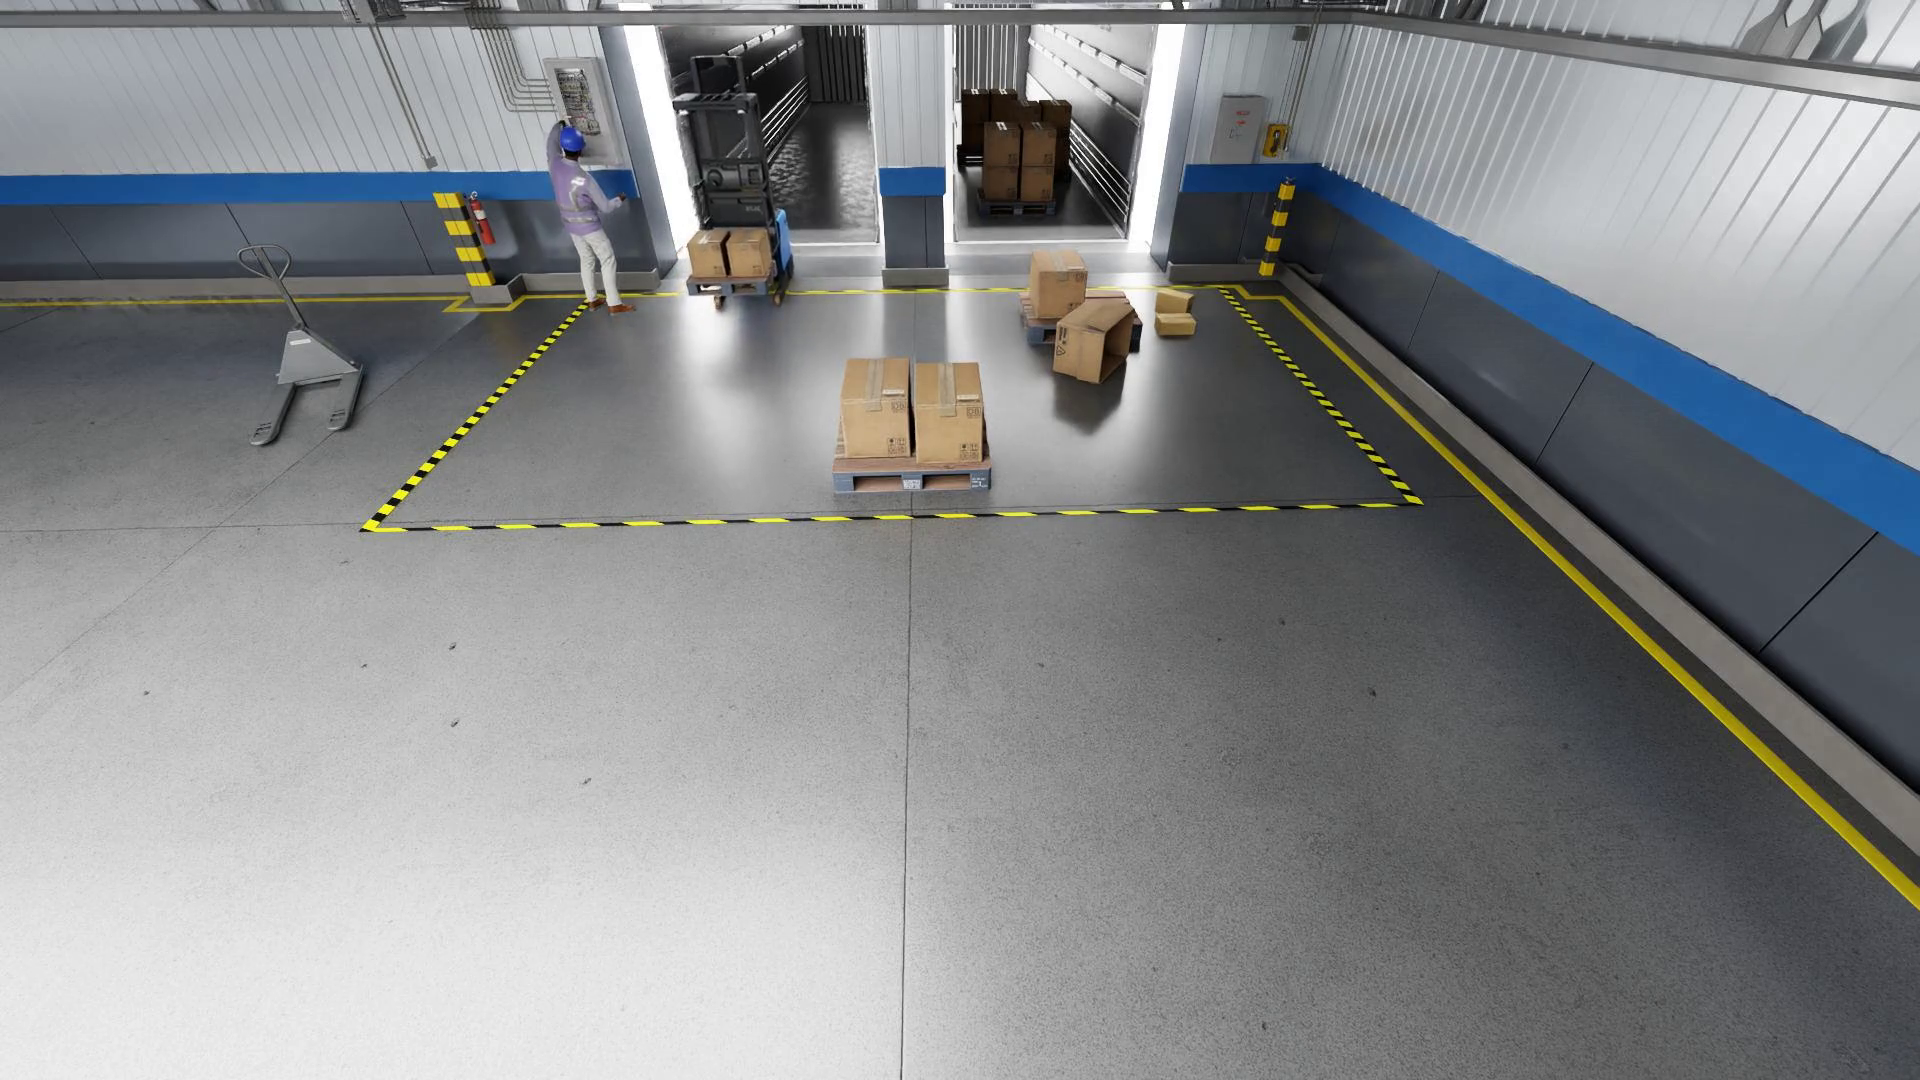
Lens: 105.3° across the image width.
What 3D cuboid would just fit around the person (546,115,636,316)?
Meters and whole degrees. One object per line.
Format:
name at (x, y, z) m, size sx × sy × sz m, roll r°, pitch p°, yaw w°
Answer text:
person at (-4.069, -3.550, 8.126) m, size 0.943 × 1.902 × 0.798 m, roll 18°, pitch 42°, yaw 21°

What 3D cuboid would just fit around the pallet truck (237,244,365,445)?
pallet truck at (-5.915, -1.733, 6.366) m, size 0.680 × 1.201 × 1.601 m, roll -18°, pitch 42°, yaw -21°

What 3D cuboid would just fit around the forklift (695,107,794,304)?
forklift at (-2.517, -4.061, 8.655) m, size 0.716 × 2.013 × 0.776 m, roll -1°, pitch 38°, yaw -2°
